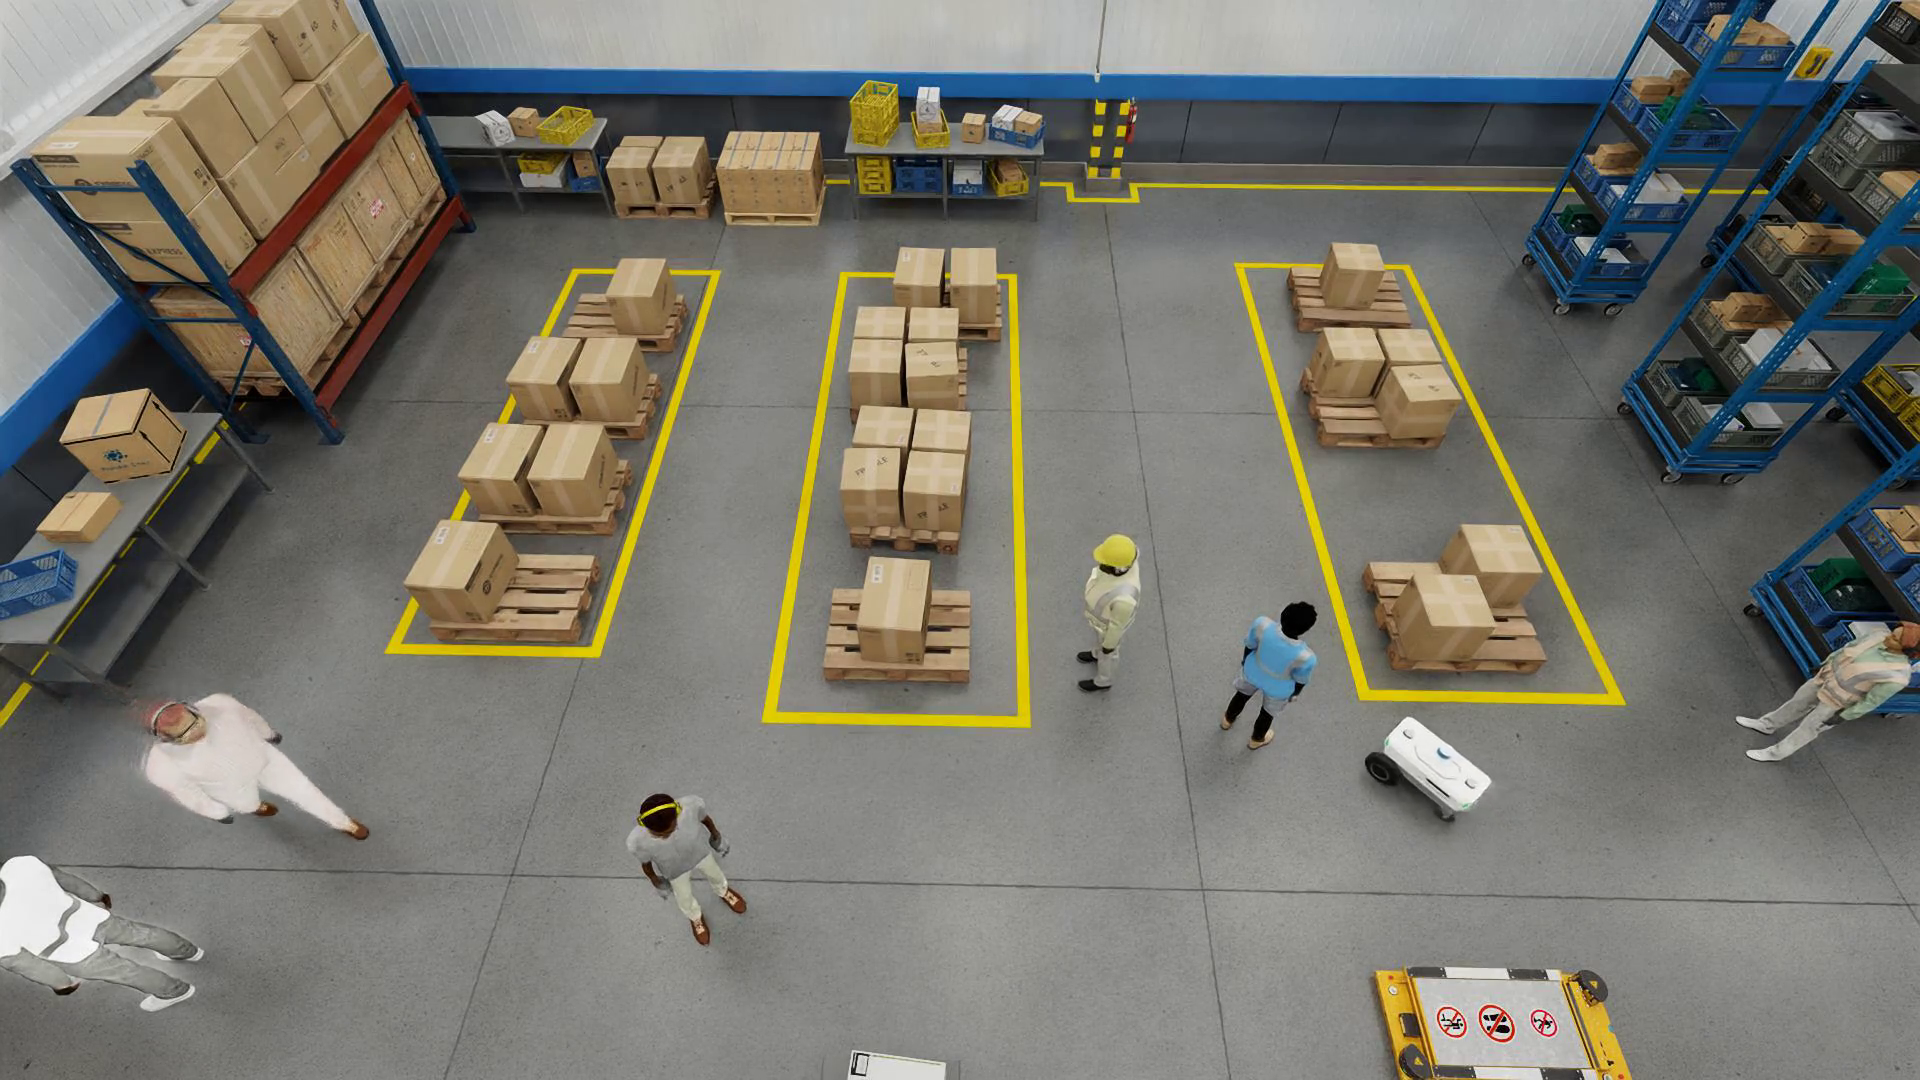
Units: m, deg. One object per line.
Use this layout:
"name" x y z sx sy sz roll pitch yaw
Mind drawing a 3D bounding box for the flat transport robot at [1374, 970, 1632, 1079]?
"flat transport robot" 3.501 3.133 5.914 1.431 0.197 0.652 1 51 1

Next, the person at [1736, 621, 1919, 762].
"person" 6.376 1.110 6.685 0.306 1.639 0.523 13 52 10

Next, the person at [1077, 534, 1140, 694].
"person" 1.132 0.564 7.016 0.403 1.824 0.597 2 51 1

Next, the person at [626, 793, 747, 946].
"person" -1.707 2.034 5.791 0.521 1.865 0.334 -33 58 -24

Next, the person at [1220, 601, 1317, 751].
"person" 2.278 0.999 6.739 0.319 1.697 0.532 -36 59 -25

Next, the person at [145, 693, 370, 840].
"person" -4.930 1.540 6.204 0.989 1.860 0.668 16 53 13

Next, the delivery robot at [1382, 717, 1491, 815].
"delivery robot" 3.549 1.681 6.857 0.477 0.478 0.707 -33 58 -24

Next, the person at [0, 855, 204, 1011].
"person" -5.293 2.369 5.481 0.375 1.917 0.599 -9 51 -7
